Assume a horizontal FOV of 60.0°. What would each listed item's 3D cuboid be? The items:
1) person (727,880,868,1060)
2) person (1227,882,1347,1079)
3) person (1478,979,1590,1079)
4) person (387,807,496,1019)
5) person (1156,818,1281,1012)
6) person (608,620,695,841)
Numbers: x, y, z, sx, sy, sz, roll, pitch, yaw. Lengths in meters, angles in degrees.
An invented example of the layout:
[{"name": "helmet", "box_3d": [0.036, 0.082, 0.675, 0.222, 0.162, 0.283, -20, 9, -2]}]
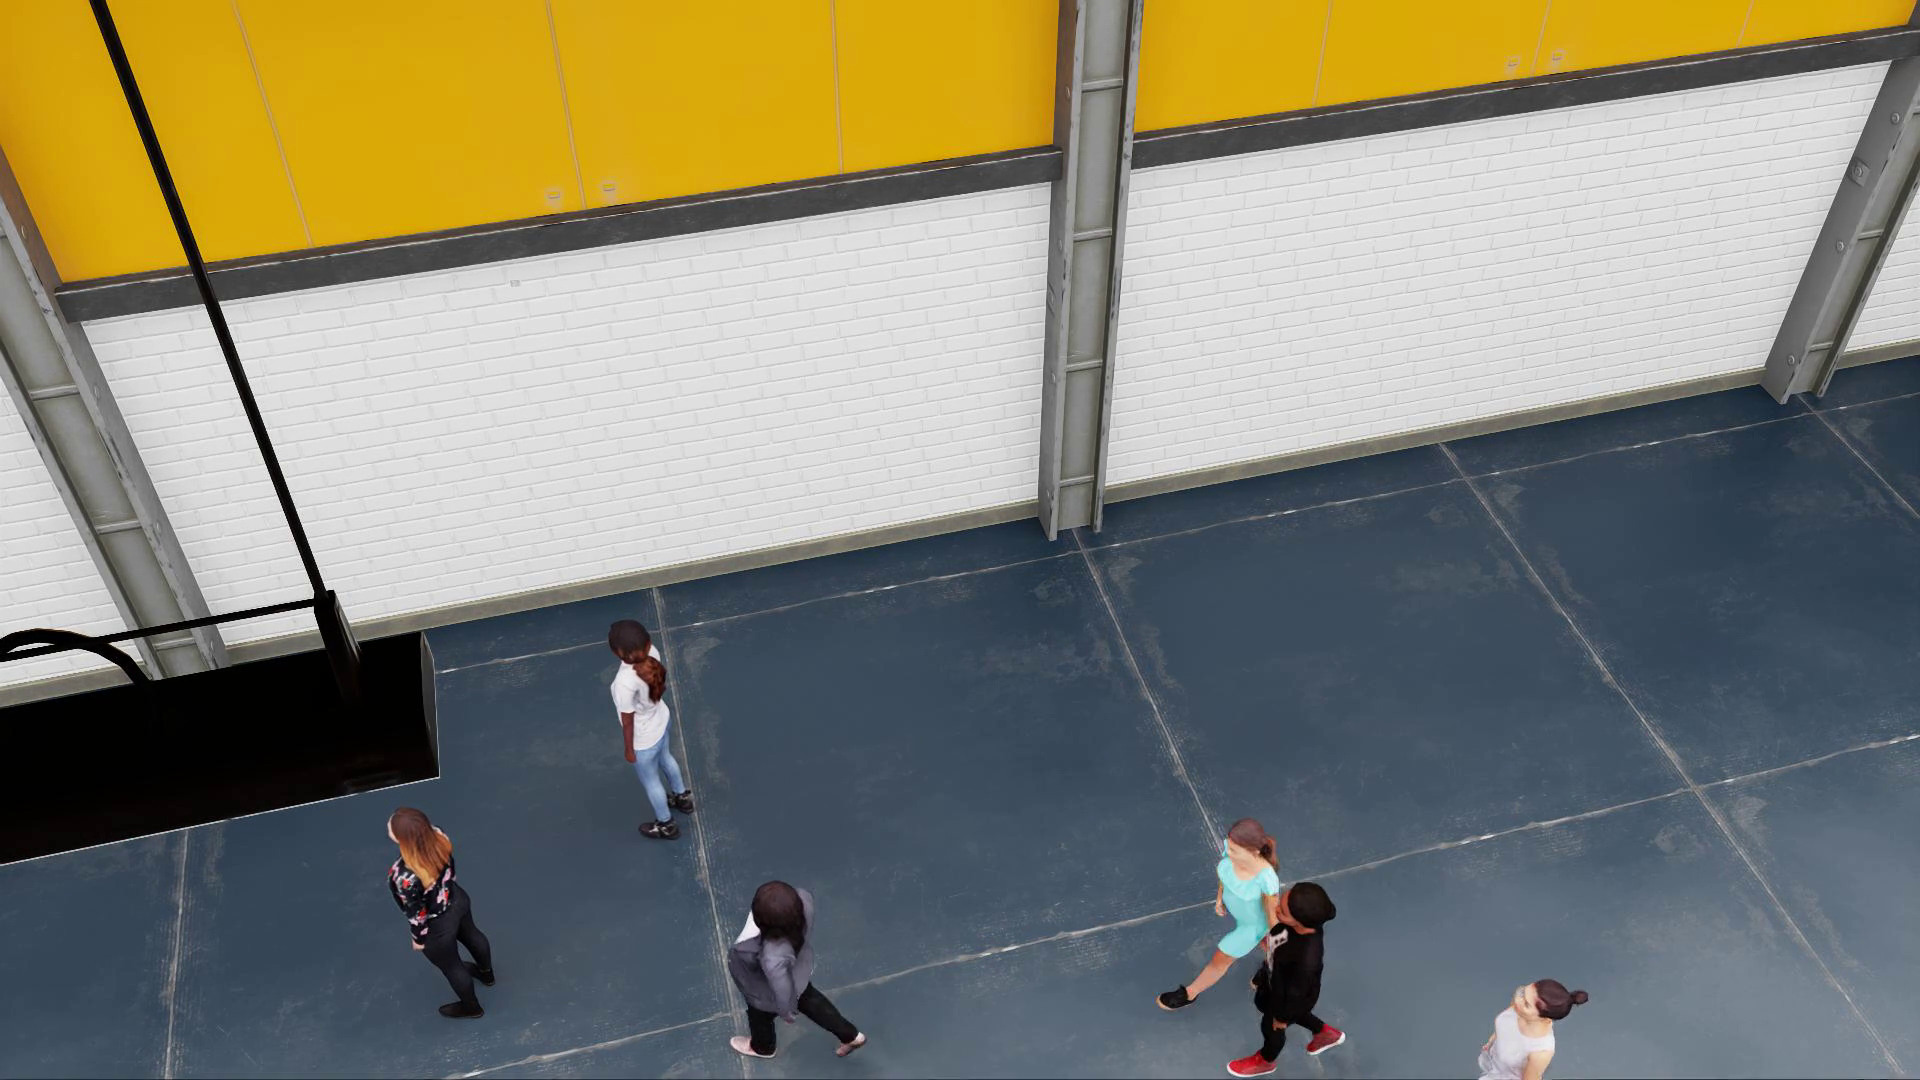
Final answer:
[{"name": "person", "box_3d": [-0.842, 2.220, 8.448, 1.105, 1.573, 0.975, 12, 45, 12]}, {"name": "person", "box_3d": [1.733, 2.237, 8.368, 0.895, 1.659, 0.717, 0, 44, 0]}, {"name": "person", "box_3d": [2.732, 2.582, 8.055, 0.964, 1.590, 0.764, 4, 44, 4]}, {"name": "person", "box_3d": [-2.706, 1.933, 8.670, 0.651, 1.683, 0.646, 9, 44, 9]}, {"name": "person", "box_3d": [1.600, 1.955, 8.778, 1.082, 1.502, 0.653, -21, 47, -21]}, {"name": "person", "box_3d": [-1.786, 1.086, 9.532, 0.650, 1.721, 0.646, 7, 44, 8]}]
